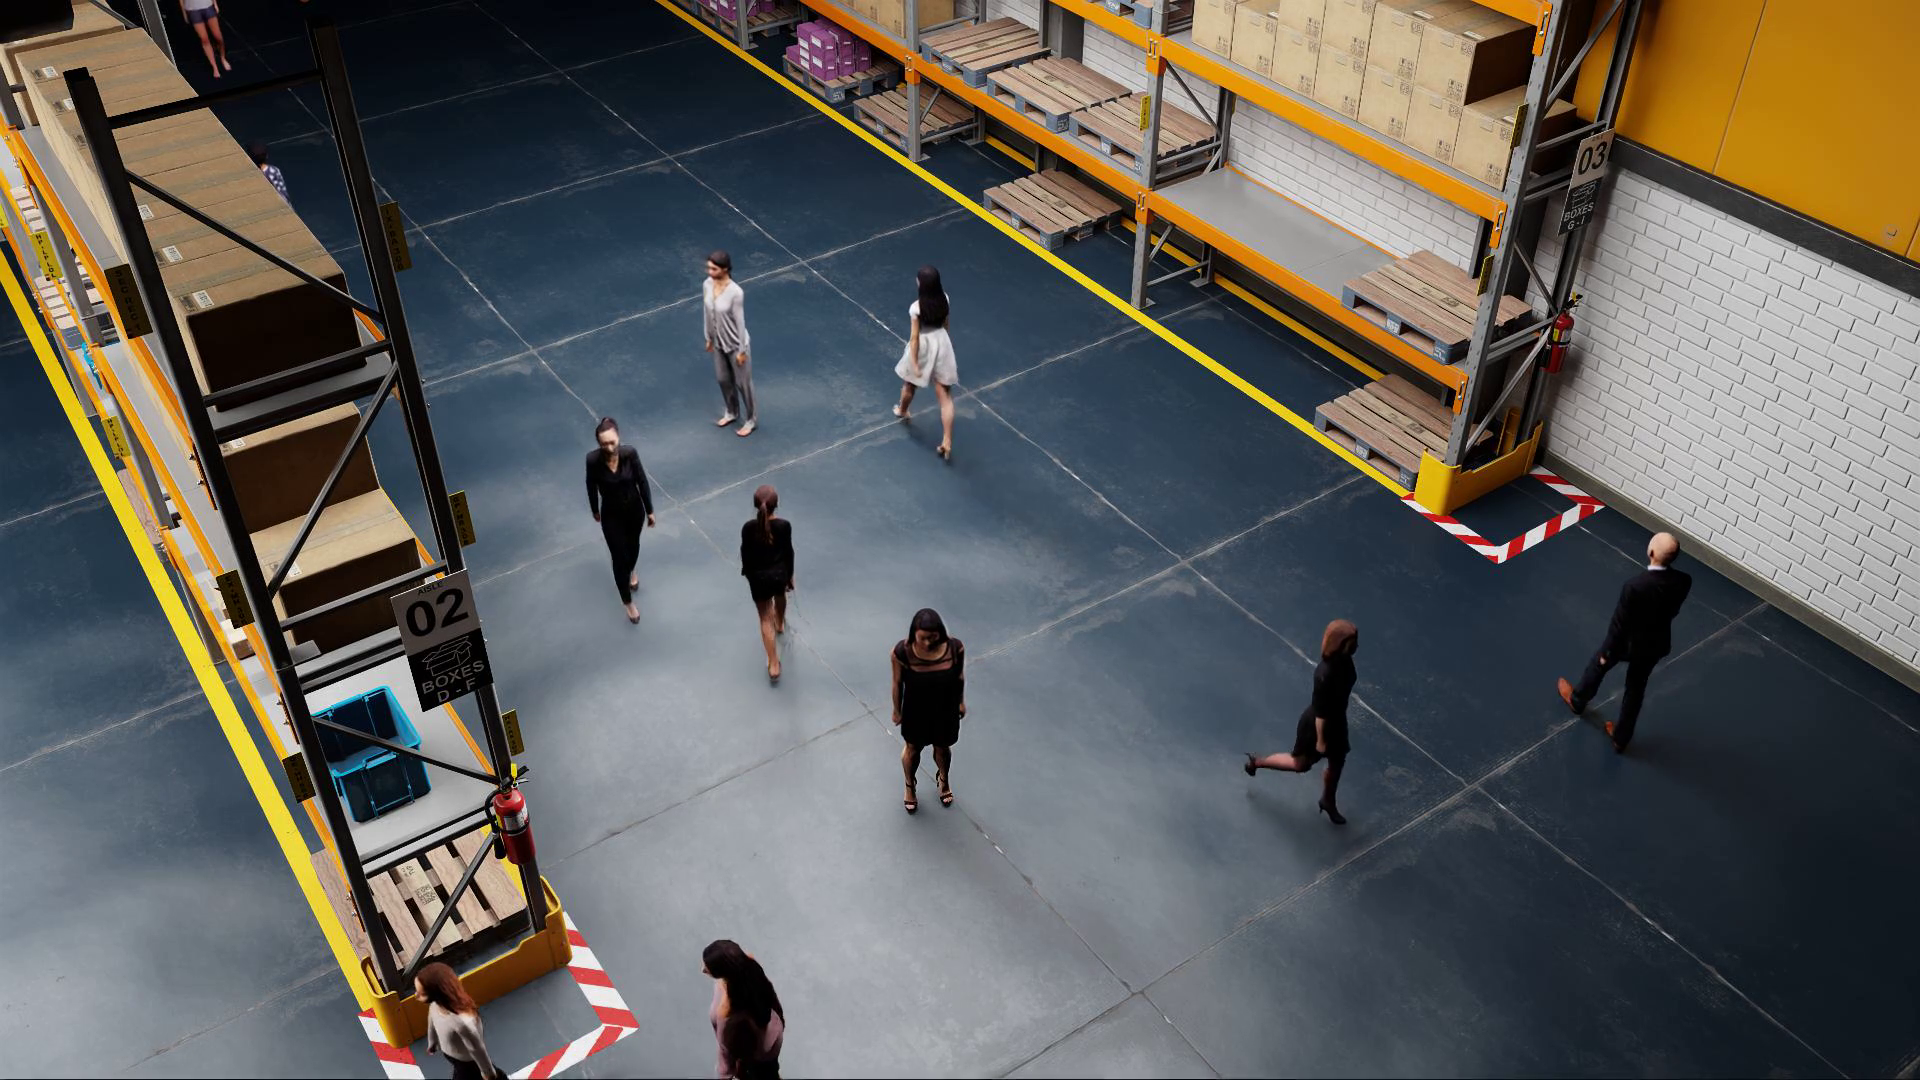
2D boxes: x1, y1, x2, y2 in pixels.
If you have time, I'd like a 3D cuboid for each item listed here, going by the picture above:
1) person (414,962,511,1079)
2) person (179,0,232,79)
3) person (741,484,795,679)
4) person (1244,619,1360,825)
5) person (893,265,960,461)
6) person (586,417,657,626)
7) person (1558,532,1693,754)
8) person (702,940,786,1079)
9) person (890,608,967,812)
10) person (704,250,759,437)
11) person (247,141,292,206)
[{"bbox_3d":[-2.621,2.748,9.043,0.649,1.457,0.803,-26,45,-29],"label":"person"},{"bbox_3d":[-9.390,-6.573,20.505,0.642,1.719,0.663,-16,41,-19],"label":"person"},{"bbox_3d":[-1.390,0.298,12.055,0.829,1.527,1.106,-6,39,-8],"label":"person"},{"bbox_3d":[2.285,1.180,10.828,1.074,1.680,0.807,24,44,27],"label":"person"},{"bbox_3d":[-0.191,-1.483,14.116,0.679,1.738,1.110,-19,43,-23],"label":"person"},{"bbox_3d":[-2.575,-0.243,12.608,0.712,1.683,0.942,-15,41,-18],"label":"person"},{"bbox_3d":[4.632,0.741,11.298,0.952,1.780,1.068,-4,39,-4],"label":"person"},{"bbox_3d":[-1.005,2.699,8.852,0.882,1.772,0.824,5,39,6],"label":"person"},{"bbox_3d":[-0.210,1.105,10.892,0.737,1.718,0.736,-7,39,-9],"label":"person"},{"bbox_3d":[-1.987,-1.721,14.388,0.574,1.770,0.711,24,44,27],"label":"person"},{"bbox_3d":[-7.016,-3.456,16.983,0.503,1.243,0.526,-23,44,-26],"label":"person"}]
